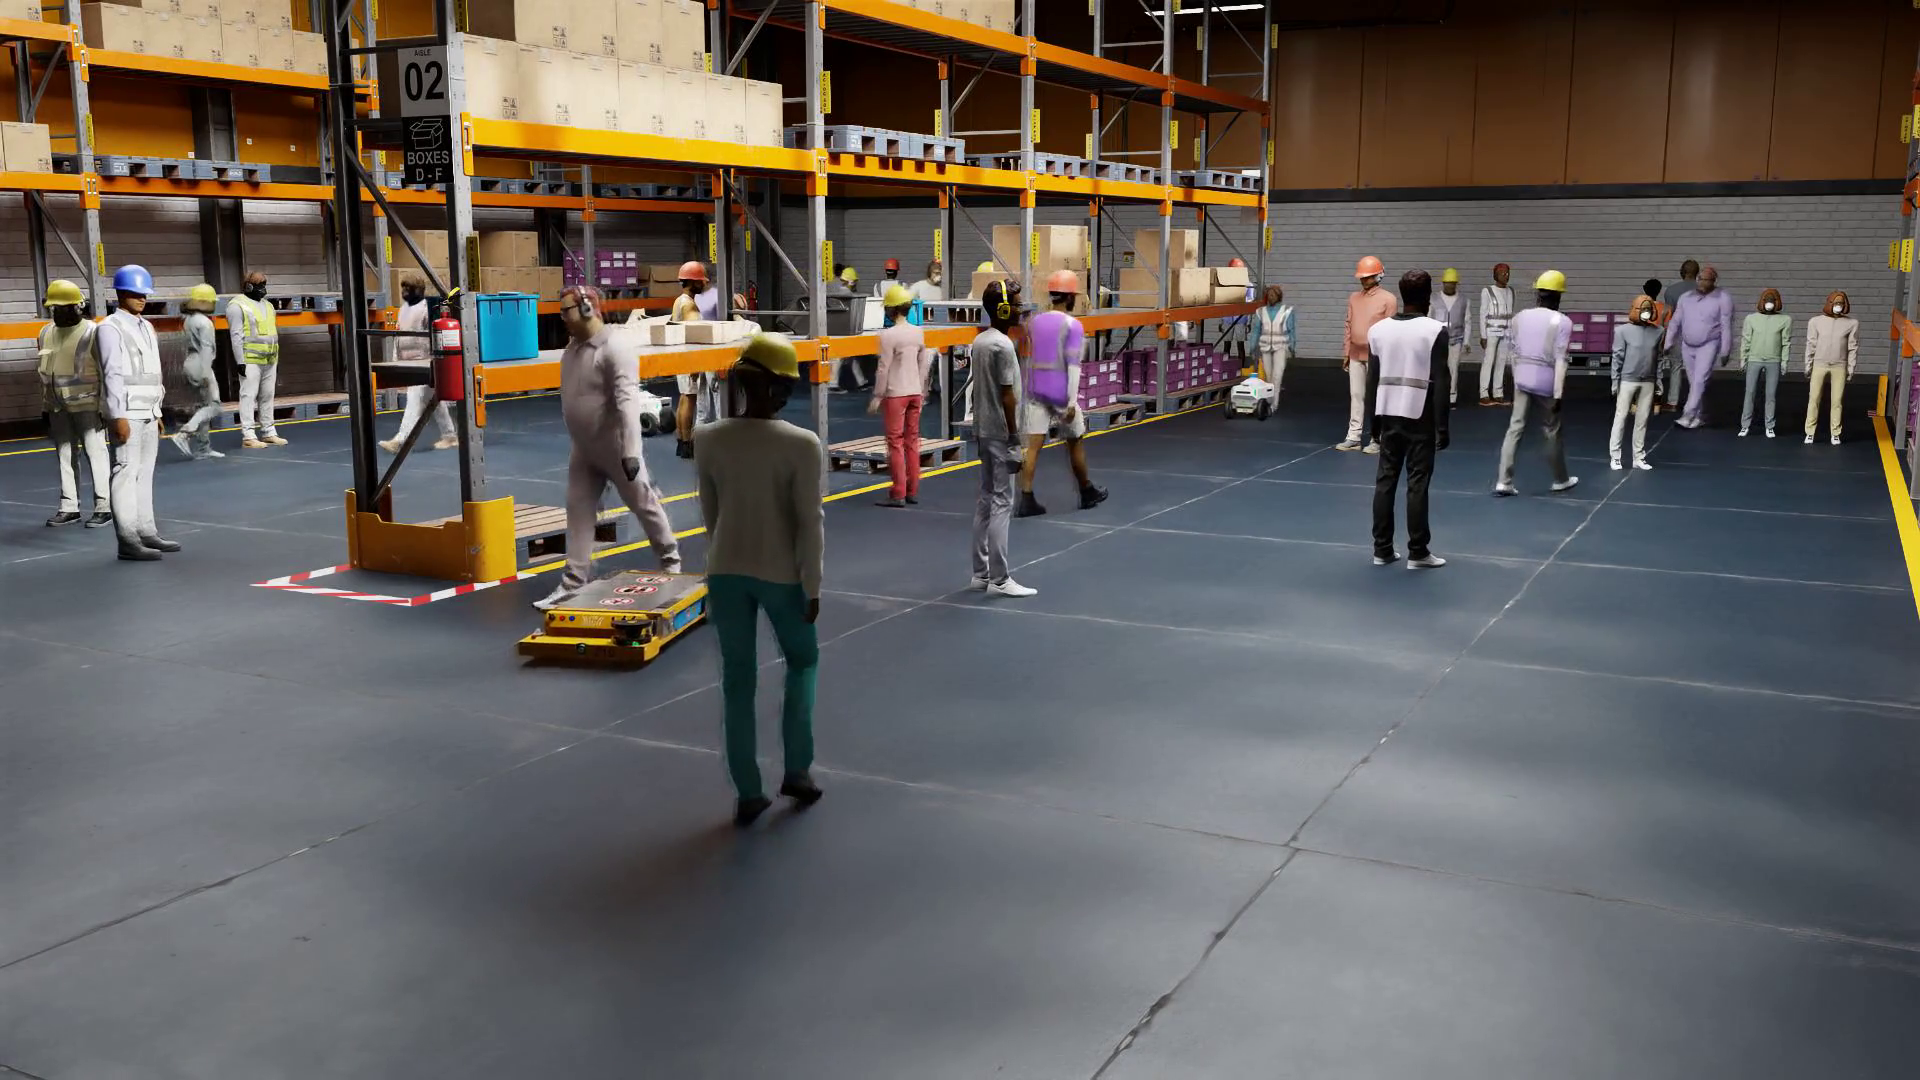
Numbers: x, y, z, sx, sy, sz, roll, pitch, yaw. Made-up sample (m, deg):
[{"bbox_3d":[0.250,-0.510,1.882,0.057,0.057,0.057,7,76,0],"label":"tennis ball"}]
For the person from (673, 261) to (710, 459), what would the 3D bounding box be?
[{"bbox_3d":[-2.644,-1.772,16.434,0.374,1.935,0.552,-3,10,-18],"label":"person"}]

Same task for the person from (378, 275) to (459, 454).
[{"bbox_3d":[-5.529,-1.783,16.924,0.976,1.799,0.616,-9,14,-44],"label":"person"}]

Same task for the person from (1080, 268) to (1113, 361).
[{"bbox_3d":[1.804,-2.844,22.959,0.618,1.835,0.430,0,10,-3],"label":"person"}]

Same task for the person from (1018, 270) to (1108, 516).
[{"bbox_3d":[0.772,-1.140,12.929,0.569,1.886,0.979,8,13,40],"label":"person"}]

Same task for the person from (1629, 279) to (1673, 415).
[{"bbox_3d":[8.622,-2.407,20.798,0.535,1.699,0.318,3,10,19],"label":"person"}]

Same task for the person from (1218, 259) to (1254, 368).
[{"bbox_3d":[4.317,-3.442,26.116,0.542,1.931,0.376,4,11,22],"label":"person"}]

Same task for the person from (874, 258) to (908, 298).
[{"bbox_3d":[-1.049,-3.371,25.688,0.552,1.937,0.356,2,10,11],"label":"person"}]

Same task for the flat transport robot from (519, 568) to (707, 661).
[{"bbox_3d":[-1.738,0.374,8.830,0.652,0.197,1.431,2,10,9],"label":"flat transport robot"}]

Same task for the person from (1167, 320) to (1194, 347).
[{"bbox_3d":[3.411,-3.541,26.422,0.615,2.025,0.665,4,11,24],"label":"person"}]

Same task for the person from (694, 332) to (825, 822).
[{"bbox_3d":[-0.705,0.127,6.008,0.520,1.741,0.541,3,10,14],"label":"person"}]

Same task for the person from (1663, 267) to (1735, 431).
[{"bbox_3d":[8.368,-2.170,18.979,0.952,1.853,0.673,-6,12,-33],"label":"person"}]

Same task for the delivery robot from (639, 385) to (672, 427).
[{"bbox_3d":[-3.574,-1.486,18.505,0.707,0.478,0.477,4,10,22],"label":"delivery robot"}]

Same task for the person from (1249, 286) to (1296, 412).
[{"bbox_3d":[3.889,-2.365,20.826,0.548,1.592,0.841,5,11,27],"label":"person"}]

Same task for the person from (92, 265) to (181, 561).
[{"bbox_3d":[-5.466,-0.842,11.036,0.402,1.943,0.605,0,10,-1],"label":"person"}]

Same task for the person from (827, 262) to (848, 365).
[{"bbox_3d":[-2.175,-4.067,29.949,0.544,1.856,0.477,5,11,27],"label":"person"}]

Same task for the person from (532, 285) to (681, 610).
[{"bbox_3d":[-2.017,-0.546,9.639,0.733,1.846,1.032,9,13,41],"label":"person"}]

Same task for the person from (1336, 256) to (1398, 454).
[{"bbox_3d":[4.131,-1.874,16.872,0.386,1.989,0.608,-8,13,-38],"label":"person"}]

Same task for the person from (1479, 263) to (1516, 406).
[{"bbox_3d":[7.138,-2.719,22.071,0.585,1.882,0.343,-5,11,-26],"label":"person"}]

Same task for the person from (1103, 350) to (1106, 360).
[{"bbox_3d":[1.973,-3.091,24.874,0.531,1.661,0.857,6,11,30],"label":"person"}]

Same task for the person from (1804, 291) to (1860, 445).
[{"bbox_3d":[9.207,-1.816,17.598,0.496,1.627,0.277,4,11,22],"label":"person"}]

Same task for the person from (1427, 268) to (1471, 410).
[{"bbox_3d":[6.272,-2.587,21.459,0.600,1.828,0.403,2,10,11],"label":"person"}]

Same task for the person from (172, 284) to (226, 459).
[{"bbox_3d":[-7.434,-1.629,16.203,0.505,1.723,0.519,9,13,43],"label":"person"}]

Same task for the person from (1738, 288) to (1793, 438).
[{"bbox_3d":[8.845,-1.941,18.287,0.499,1.634,0.288,5,11,25],"label":"person"}]

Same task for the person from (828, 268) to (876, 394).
[{"bbox_3d":[-1.542,-3.006,23.992,0.879,1.789,0.616,-4,11,-23],"label":"person"}]

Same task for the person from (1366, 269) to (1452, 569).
[{"bbox_3d":[2.873,-0.771,10.690,0.391,1.920,0.587,-9,13,-41],"label":"person"}]

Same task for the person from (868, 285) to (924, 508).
[{"bbox_3d":[-0.489,-1.135,13.260,0.333,1.758,0.565,7,12,35],"label":"person"}]

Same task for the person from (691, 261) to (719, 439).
[{"bbox_3d":[-2.747,-2.047,18.021,0.632,1.938,0.357,7,12,36],"label":"person"}]

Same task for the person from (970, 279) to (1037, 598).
[{"bbox_3d":[0.242,-0.594,9.810,0.319,1.870,0.532,-4,11,-22],"label":"person"}]

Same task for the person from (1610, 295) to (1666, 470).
[{"bbox_3d":[6.319,-1.462,15.513,0.507,1.632,0.267,-1,10,-5],"label":"person"}]

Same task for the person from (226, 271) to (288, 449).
[{"bbox_3d":[-7.311,-1.871,17.322,0.428,1.837,0.624,3,10,18],"label":"person"}]

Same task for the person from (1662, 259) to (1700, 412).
[{"bbox_3d":[9.256,-2.597,21.204,0.635,1.937,0.359,0,10,1],"label":"person"}]

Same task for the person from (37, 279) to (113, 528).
[{"bbox_3d":[-6.534,-0.999,12.270,0.587,1.830,0.403,2,10,11],"label":"person"}]

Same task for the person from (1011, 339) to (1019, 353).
[{"bbox_3d":[0.848,-3.001,23.240,0.614,2.042,0.373,0,10,0],"label":"person"}]

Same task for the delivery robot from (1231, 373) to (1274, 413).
[{"bbox_3d":[3.578,-1.796,20.297,0.477,0.478,0.707,5,11,29],"label":"delivery robot"}]

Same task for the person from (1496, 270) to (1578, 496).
[{"bbox_3d":[4.843,-1.304,13.903,0.996,1.877,0.608,-8,13,-38],"label":"person"}]

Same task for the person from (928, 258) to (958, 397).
[{"bbox_3d":[-0.300,-3.014,23.476,0.612,1.987,0.400,8,12,38],"label":"person"}]

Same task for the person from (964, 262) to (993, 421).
[{"bbox_3d":[0.292,-2.352,19.853,0.403,1.919,0.587,5,11,28],"label":"person"}]

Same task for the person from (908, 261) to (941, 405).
[{"bbox_3d":[-0.369,-2.729,22.046,0.650,1.909,0.652,-5,11,-29],"label":"person"}]

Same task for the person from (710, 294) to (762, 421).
[{"bbox_3d":[-2.135,-1.526,15.876,0.513,1.637,0.313,-1,10,-8],"label":"person"}]
